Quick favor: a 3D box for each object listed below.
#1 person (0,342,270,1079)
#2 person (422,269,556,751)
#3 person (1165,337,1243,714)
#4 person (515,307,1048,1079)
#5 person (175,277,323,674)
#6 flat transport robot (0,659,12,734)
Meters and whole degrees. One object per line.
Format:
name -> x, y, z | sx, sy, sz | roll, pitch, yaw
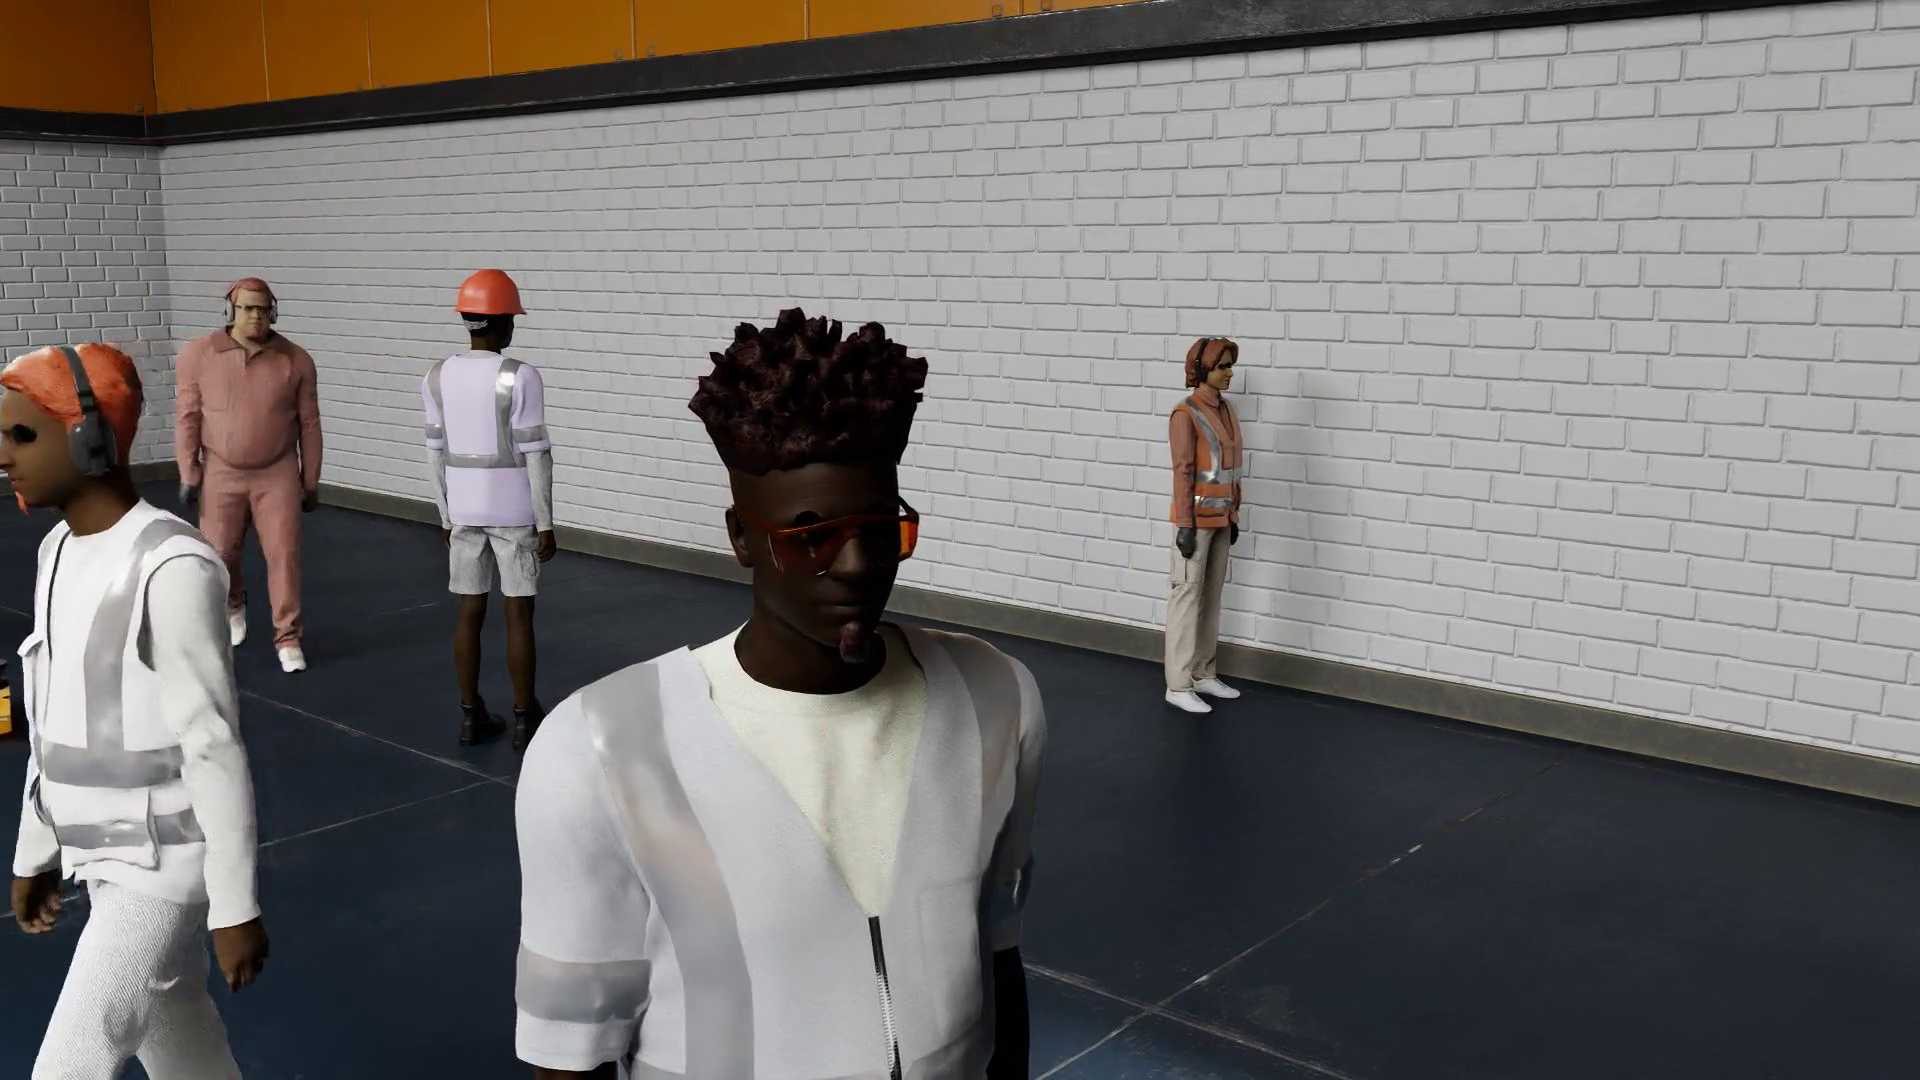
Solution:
person -> -1.553, 0.598, 2.912 | 0.772, 1.849, 0.610 | -10, 14, -44
person -> -1.869, -0.113, 6.718 | 0.545, 1.938, 0.362 | 3, 10, 17
person -> 1.078, -0.072, 7.331 | 0.306, 1.639, 0.524 | 7, 12, 33
person -> -0.155, 0.739, 1.787 | 0.613, 1.963, 0.362 | -6, 12, -32
person -> -3.437, -0.328, 8.079 | 0.673, 1.885, 0.761 | -4, 11, -23
flat transport robot -> -4.677, 0.715, 6.746 | 1.431, 0.197, 0.652 | -6, 11, -29
